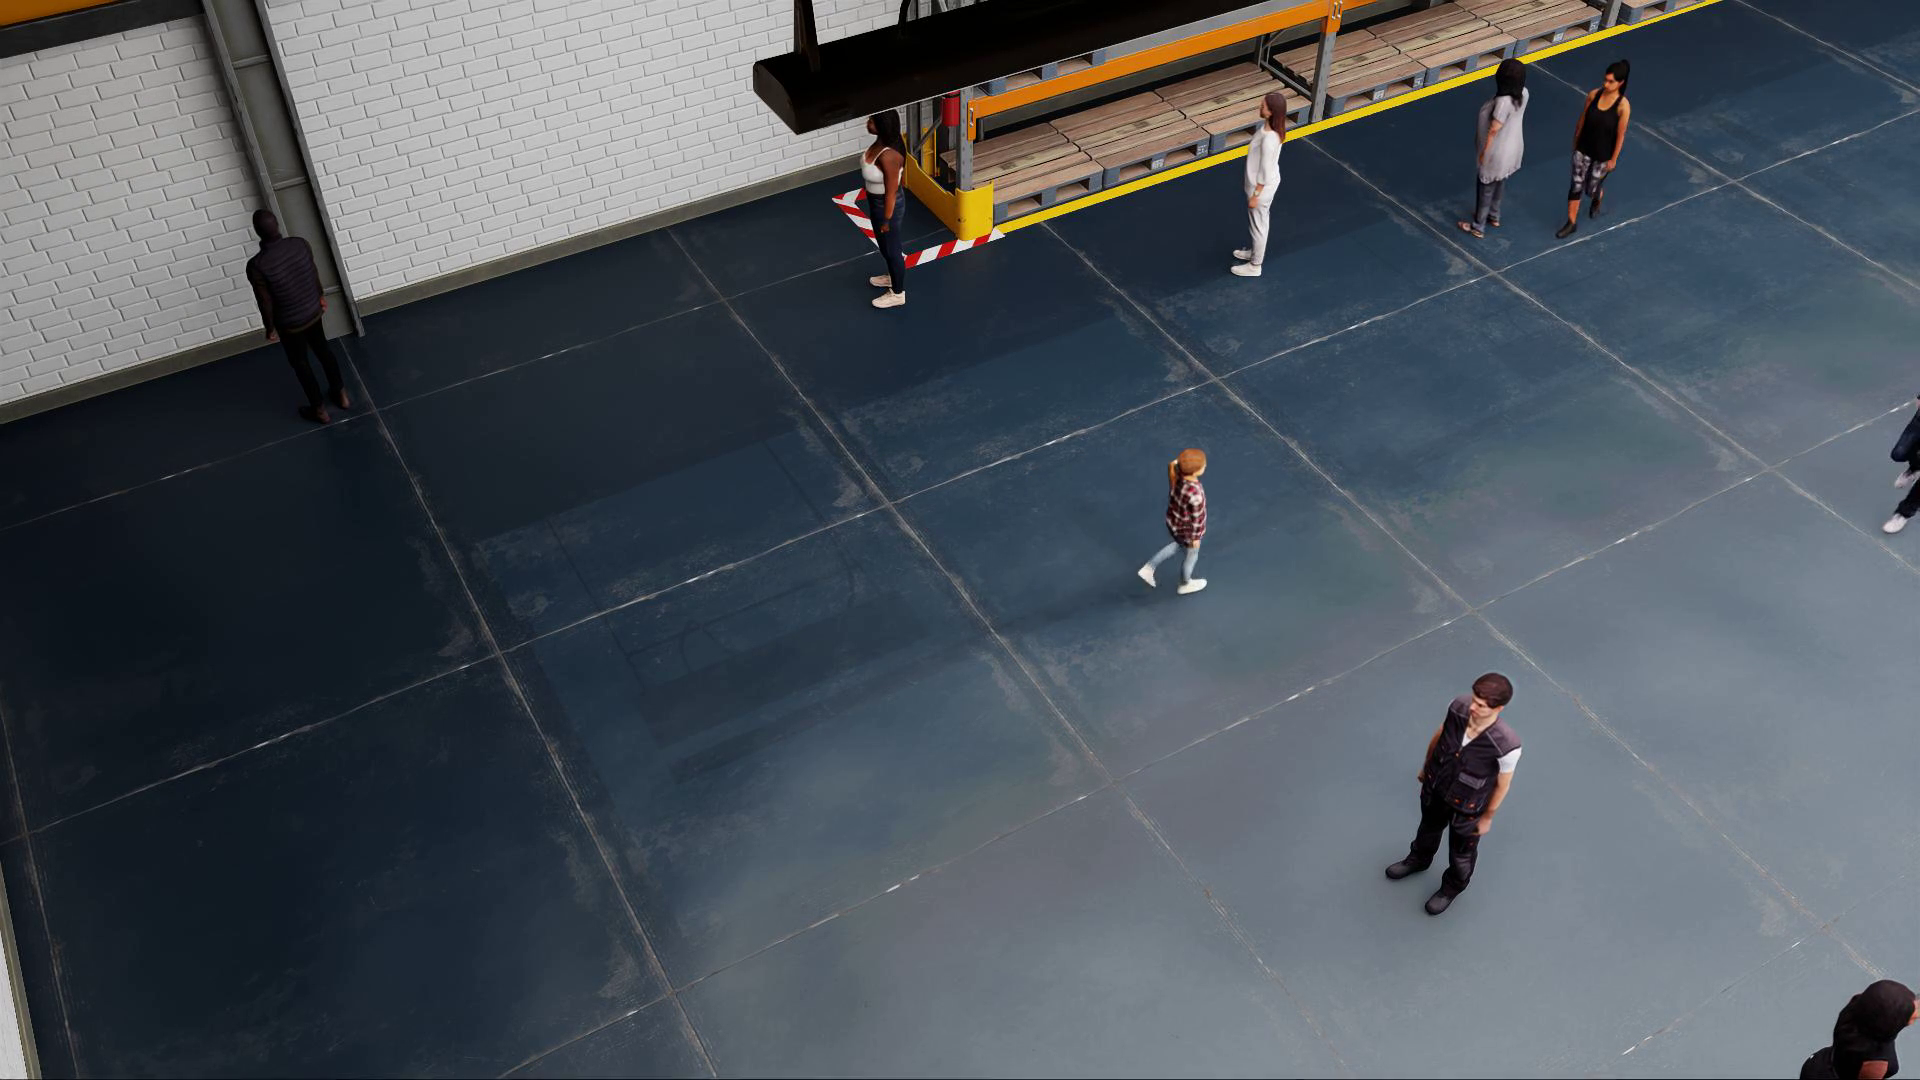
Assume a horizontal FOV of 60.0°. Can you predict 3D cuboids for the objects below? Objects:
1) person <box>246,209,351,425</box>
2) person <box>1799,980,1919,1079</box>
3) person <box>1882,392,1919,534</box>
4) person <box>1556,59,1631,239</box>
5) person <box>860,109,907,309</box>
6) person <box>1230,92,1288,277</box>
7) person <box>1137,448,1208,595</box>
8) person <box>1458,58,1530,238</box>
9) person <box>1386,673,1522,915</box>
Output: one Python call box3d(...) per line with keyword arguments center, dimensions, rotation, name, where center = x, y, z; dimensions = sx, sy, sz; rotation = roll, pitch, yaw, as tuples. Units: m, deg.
box3d(center=(-4.997, -1.692, 12.519), dimensions=(0.839, 1.836, 0.675), rotation=(26, 49, 25), name="person")
box3d(center=(4.214, 2.654, 8.026), dimensions=(0.720, 1.741, 0.674), rotation=(8, 44, 8), name="person")
box3d(center=(6.961, -0.877, 11.649), dimensions=(0.939, 1.857, 0.742), rotation=(-27, 50, -26), name="person")
box3d(center=(5.562, -3.408, 14.450), dimensions=(0.858, 1.658, 0.705), rotation=(-34, 53, -30), name="person")
box3d(center=(-0.586, -2.756, 13.656), dimensions=(0.743, 1.810, 0.733), rotation=(-3, 44, -3), name="person")
box3d(center=(2.547, -3.002, 14.001), dimensions=(0.737, 1.689, 0.682), rotation=(9, 44, 10), name="person")
box3d(center=(1.473, -0.099, 11.240), dimensions=(0.779, 1.295, 0.623), rotation=(-12, 45, -12), name="person")
box3d(center=(4.706, -3.425, 14.506), dimensions=(0.785, 1.604, 0.706), rotation=(30, 51, 28), name="person")
box3d(center=(2.796, 1.391, 9.275), dimensions=(0.587, 1.848, 0.673), rotation=(-25, 49, -24), name="person")
